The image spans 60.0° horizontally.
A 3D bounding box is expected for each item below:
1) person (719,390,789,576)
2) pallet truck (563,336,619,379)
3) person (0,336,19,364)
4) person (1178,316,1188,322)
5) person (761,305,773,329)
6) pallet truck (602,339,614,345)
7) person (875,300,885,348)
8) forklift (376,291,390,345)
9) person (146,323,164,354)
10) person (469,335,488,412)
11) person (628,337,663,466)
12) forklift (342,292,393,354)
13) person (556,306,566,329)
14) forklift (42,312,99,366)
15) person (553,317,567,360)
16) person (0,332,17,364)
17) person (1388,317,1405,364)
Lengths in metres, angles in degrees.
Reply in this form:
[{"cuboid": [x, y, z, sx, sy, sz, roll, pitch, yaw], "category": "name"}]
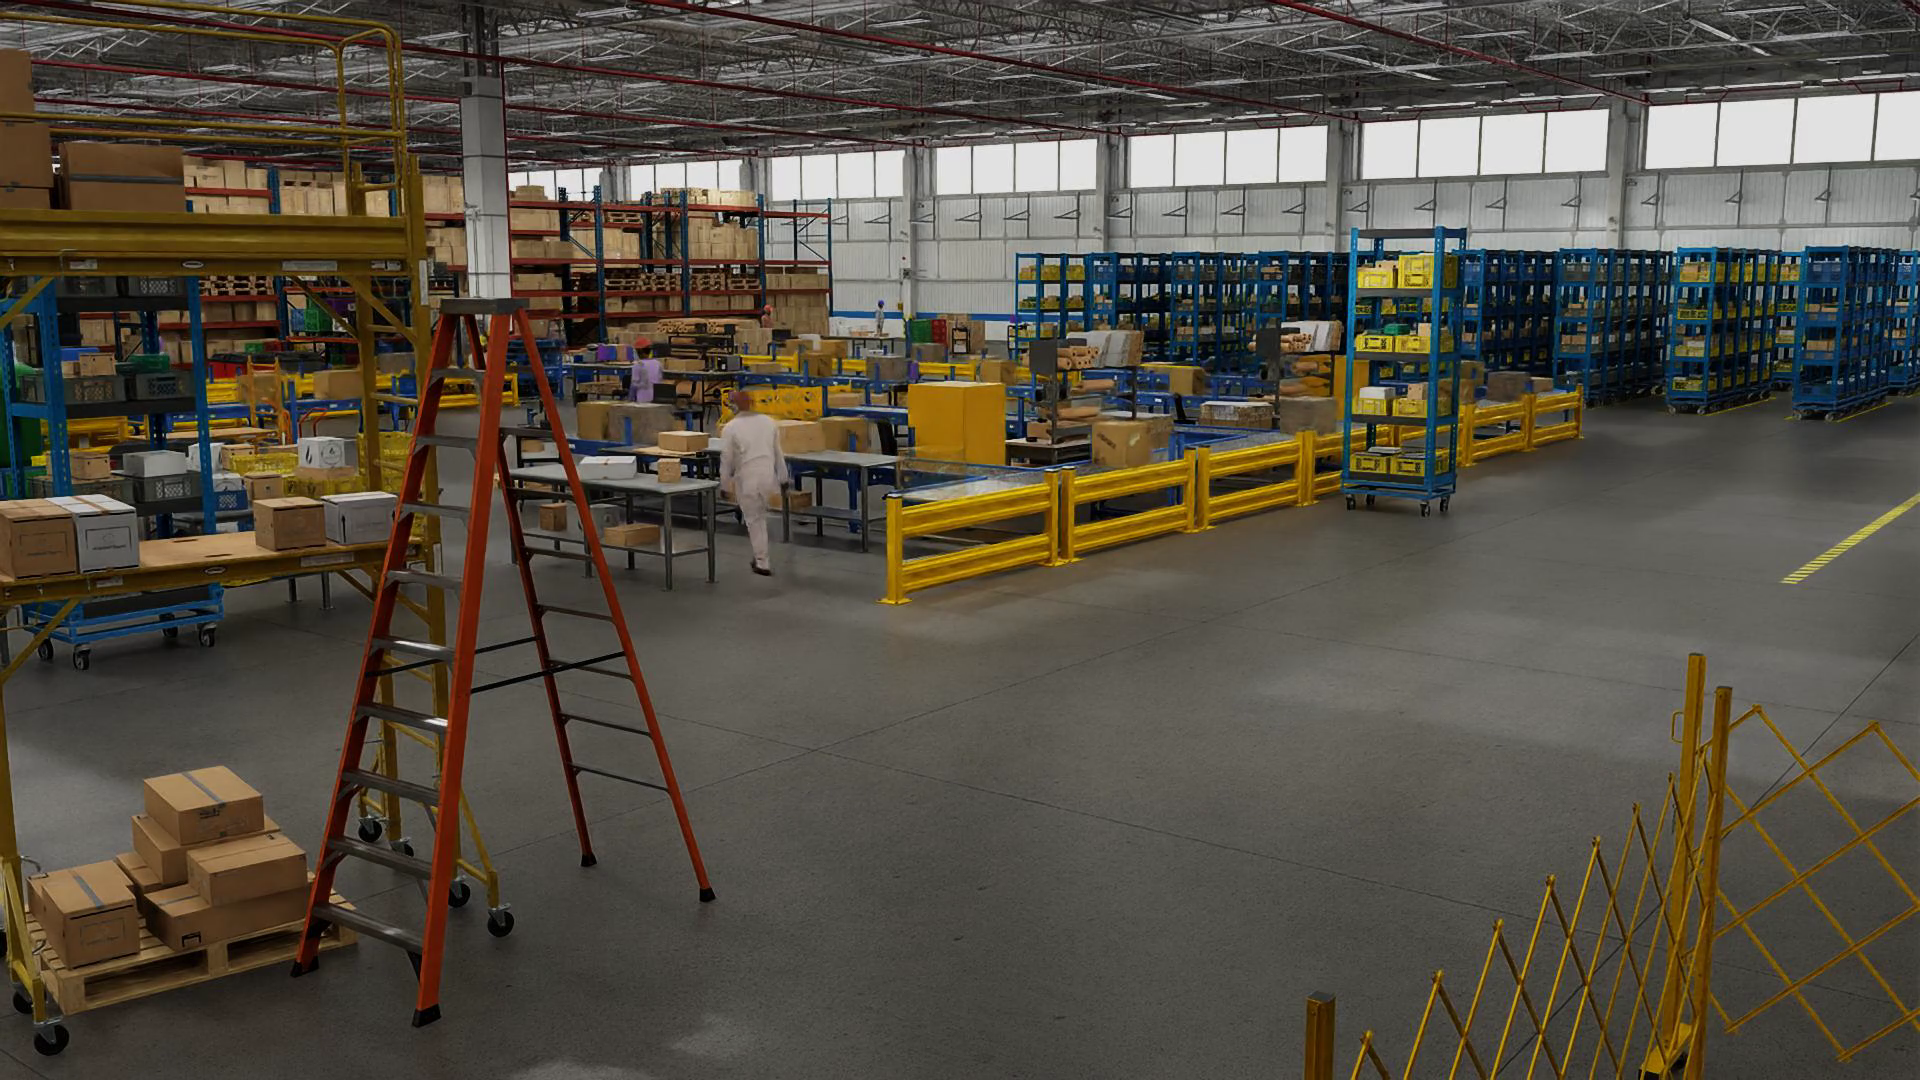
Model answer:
[{"cuboid": [-2.134, -0.585, 16.836, 0.723, 1.864, 0.730, -8, 12, -41], "category": "person"}, {"cuboid": [-10.690, -5.294, 48.215, 1.601, 1.201, 0.680, -5, 10, -26], "category": "pallet truck"}, {"cuboid": [-23.751, -4.424, 41.523, 0.285, 1.633, 0.499, 8, 12, 41], "category": "person"}, {"cuboid": [7.542, -6.775, 55.639, 0.608, 1.810, 0.453, 4, 10, 23], "category": "person"}, {"cuboid": [-6.377, -6.785, 55.134, 0.376, 1.995, 0.609, 3, 10, 20], "category": "person"}, {"cuboid": [-8.991, -4.871, 45.351, 0.653, 1.274, 1.630, 7, 11, 37], "category": "pallet truck"}, {"cuboid": [-3.281, -8.855, 68.228, 0.399, 1.939, 0.602, 1, 9, 7], "category": "person"}, {"cuboid": [-17.181, -6.226, 48.890, 1.129, 2.768, 1.873, 7, 11, 37], "category": "forklift"}, {"cuboid": [-19.063, -4.230, 39.523, 0.558, 1.899, 0.978, 7, 11, 36], "category": "person"}, {"cuboid": [-9.567, -3.222, 33.497, 0.612, 1.804, 0.485, -4, 10, -21], "category": "person"}, {"cuboid": [-4.985, -2.182, 26.291, 0.418, 2.037, 0.623, 5, 11, 31], "category": "person"}, {"cuboid": [-16.485, -5.622, 45.120, 1.129, 2.768, 1.873, 7, 11, 37], "category": "forklift"}, {"cuboid": [-15.159, -8.003, 63.300, 0.598, 1.815, 0.630, 6, 11, 33], "category": "person"}, {"cuboid": [-23.779, -5.451, 44.052, 1.873, 2.768, 1.129, 7, 11, 36], "category": "forklift"}, {"cuboid": [-11.824, -5.735, 49.383, 0.543, 1.728, 0.849, 4, 10, 22], "category": "person"}, {"cuboid": [-23.220, -4.286, 40.605, 0.848, 1.648, 0.523, 2, 9, 12], "category": "person"}, {"cuboid": [13.465, -6.088, 51.319, 0.565, 1.828, 0.562, 5, 10, 28], "category": "person"}]
